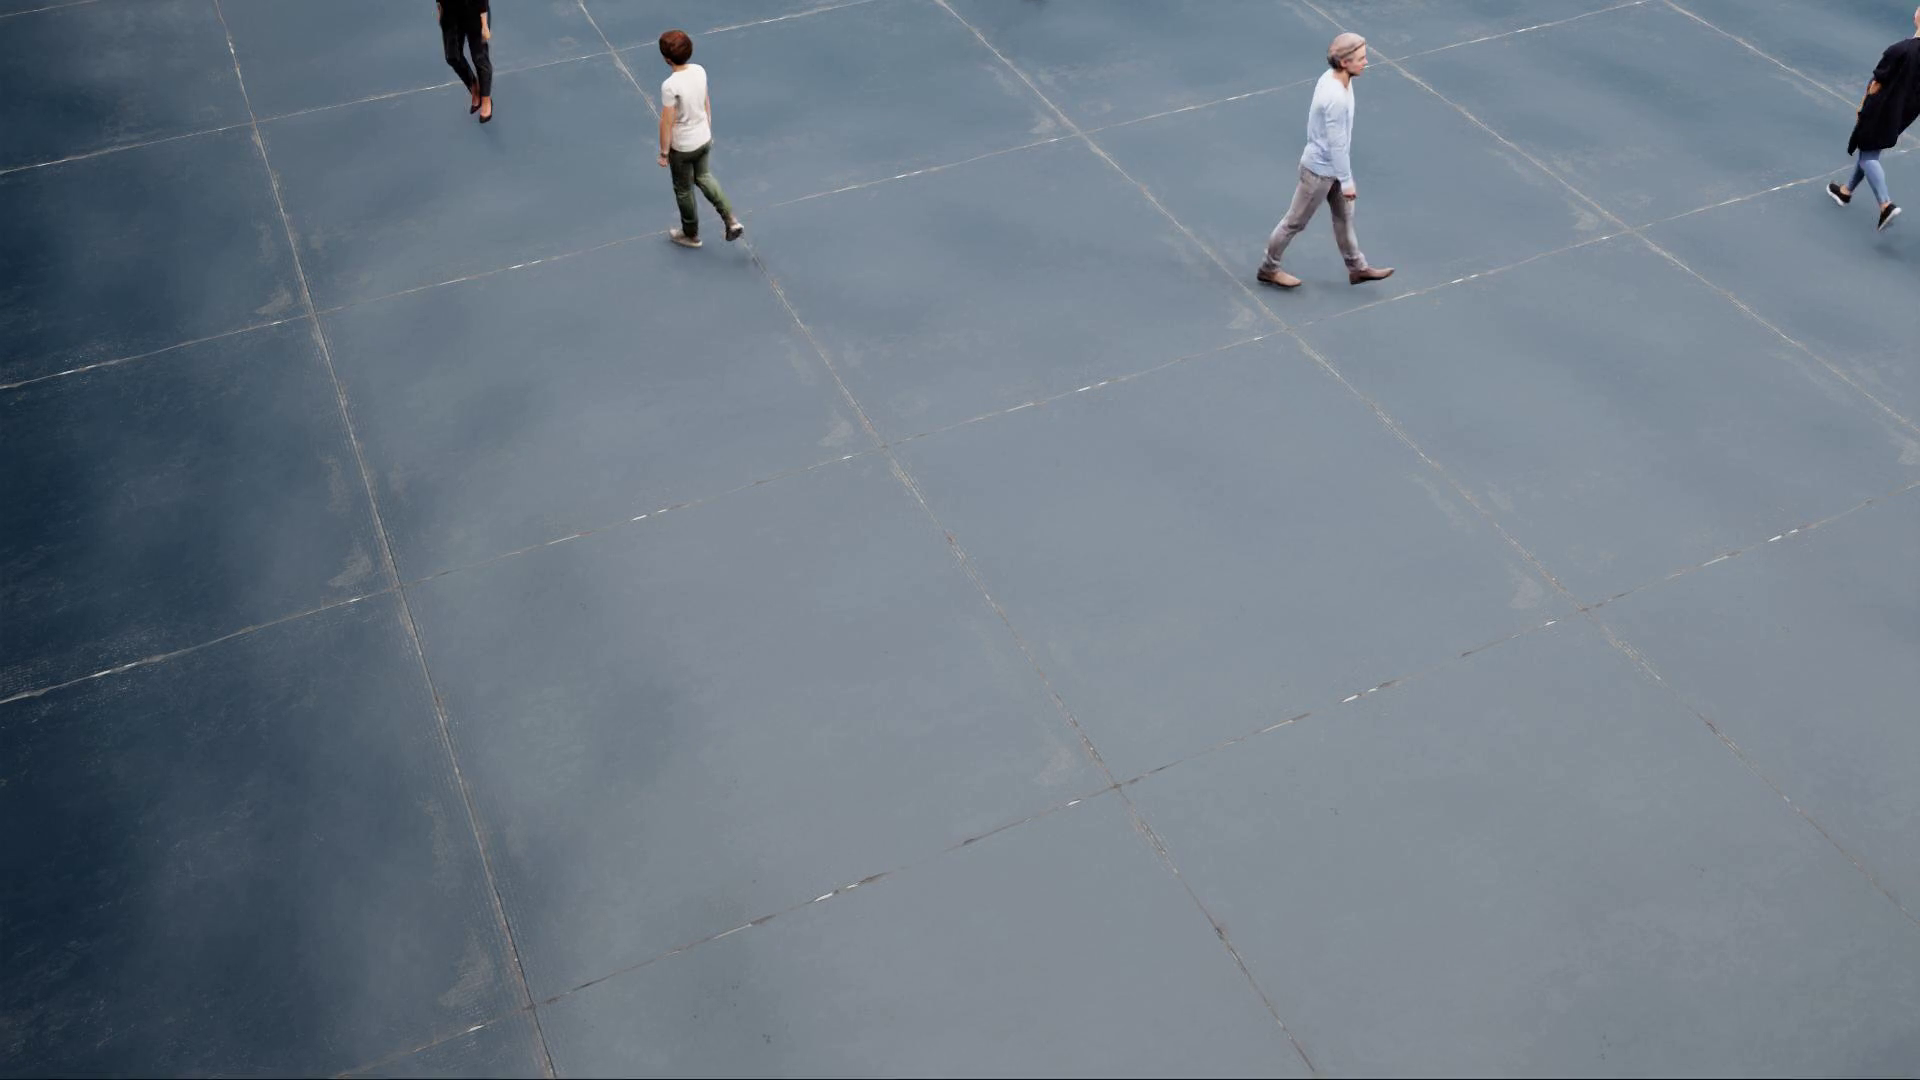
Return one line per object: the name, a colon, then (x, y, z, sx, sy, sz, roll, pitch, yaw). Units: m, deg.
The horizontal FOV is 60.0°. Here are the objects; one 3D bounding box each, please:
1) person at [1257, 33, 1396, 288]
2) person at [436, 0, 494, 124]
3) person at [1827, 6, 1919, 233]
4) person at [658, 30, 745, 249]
person: (2.328, -2.471, 11.104, 1.211, 1.846, 1.138, 15, 44, 16)
person: (-3.831, -4.122, 13.026, 0.753, 1.708, 0.785, 8, 43, 9)
person: (6.659, -2.984, 11.807, 0.808, 1.660, 1.116, -6, 43, -6)
person: (-1.827, -2.724, 11.534, 0.985, 1.642, 0.849, 25, 48, 25)
